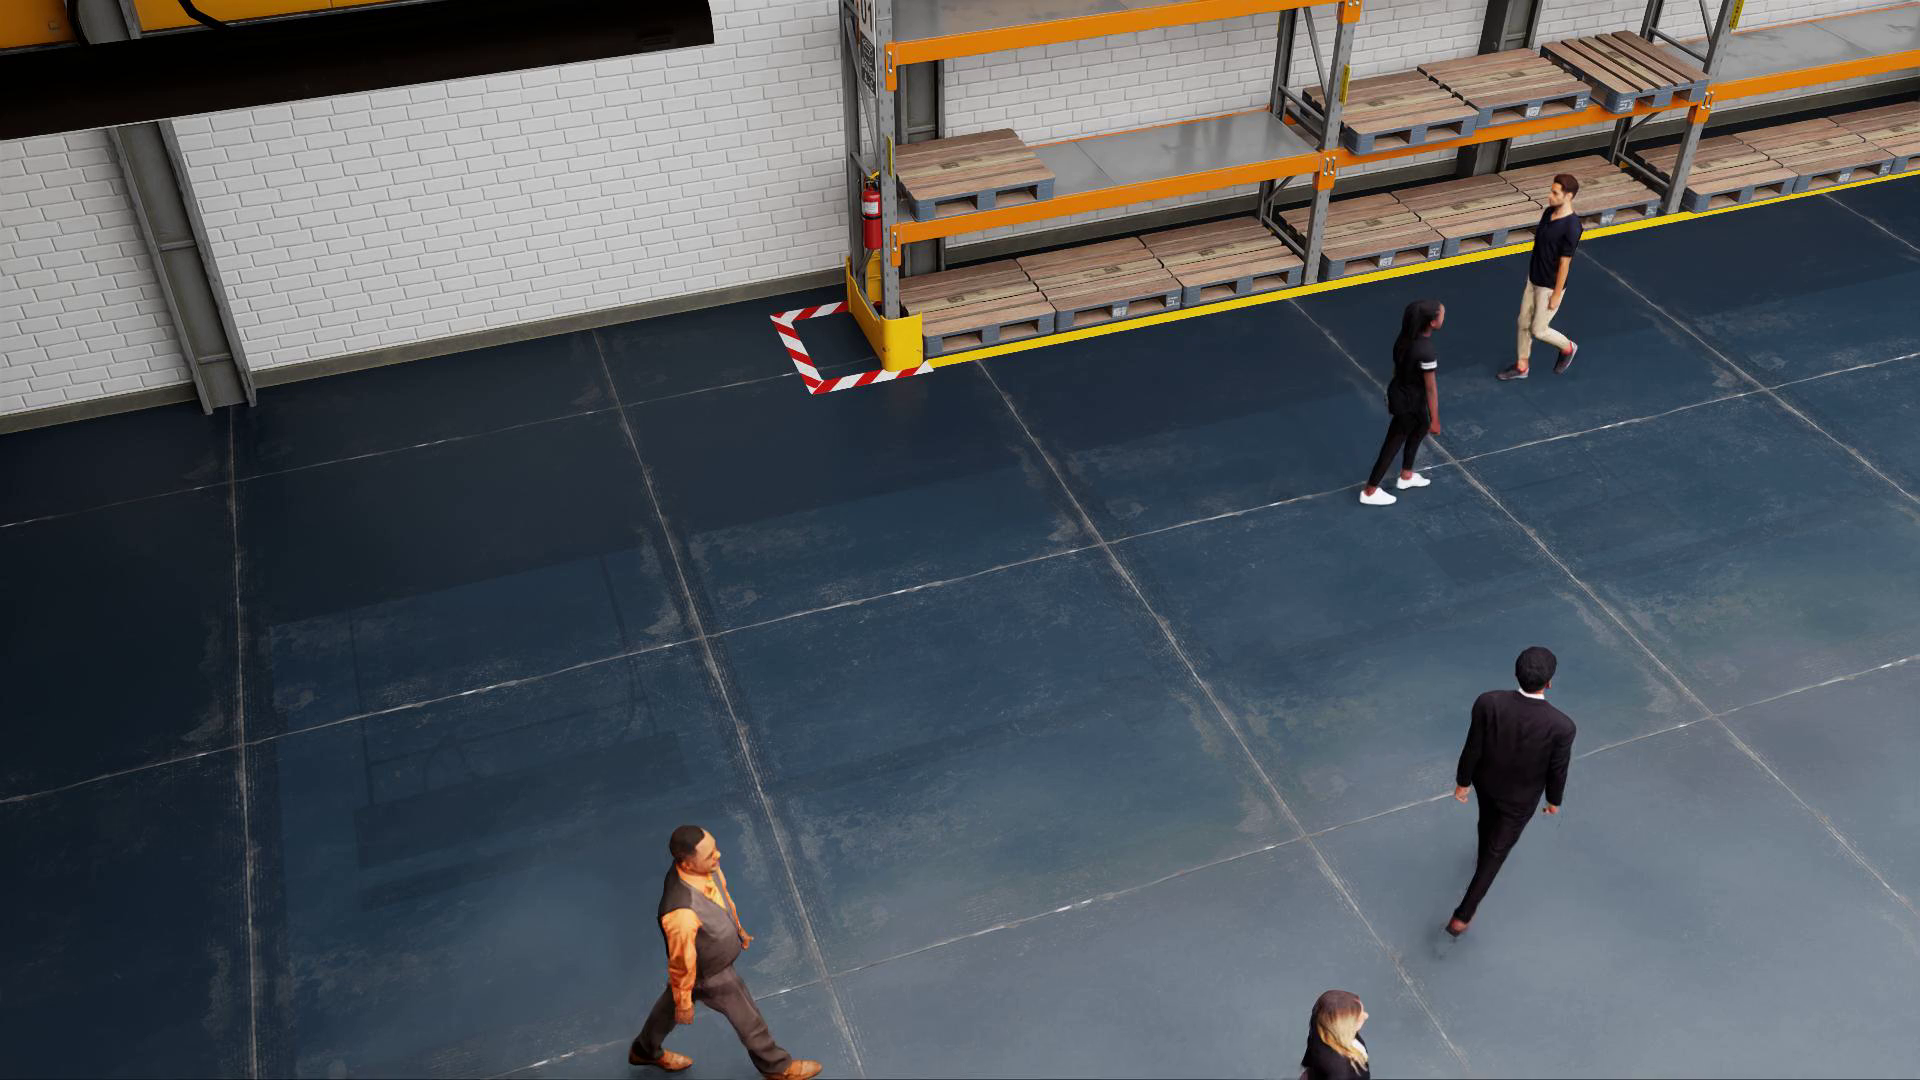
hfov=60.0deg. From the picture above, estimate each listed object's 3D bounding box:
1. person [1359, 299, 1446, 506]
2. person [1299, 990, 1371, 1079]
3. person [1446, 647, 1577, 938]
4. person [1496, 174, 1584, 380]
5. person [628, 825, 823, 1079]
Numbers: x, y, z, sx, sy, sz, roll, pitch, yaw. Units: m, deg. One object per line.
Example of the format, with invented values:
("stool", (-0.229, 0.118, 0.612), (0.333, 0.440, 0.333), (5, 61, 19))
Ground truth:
("person", (3.165, -0.969, 12.083), (0.903, 1.713, 0.770), (-1, 39, -1))
("person", (1.581, 2.608, 7.651), (0.977, 1.655, 0.785), (0, 39, 1))
("person", (2.941, 1.387, 9.023), (1.173, 1.849, 1.326), (23, 44, 26))
("person", (4.795, -2.075, 13.368), (0.852, 1.838, 0.669), (-11, 40, -13))
("person", (-1.357, 2.069, 8.159), (1.347, 1.863, 1.015), (1, 39, 1))
